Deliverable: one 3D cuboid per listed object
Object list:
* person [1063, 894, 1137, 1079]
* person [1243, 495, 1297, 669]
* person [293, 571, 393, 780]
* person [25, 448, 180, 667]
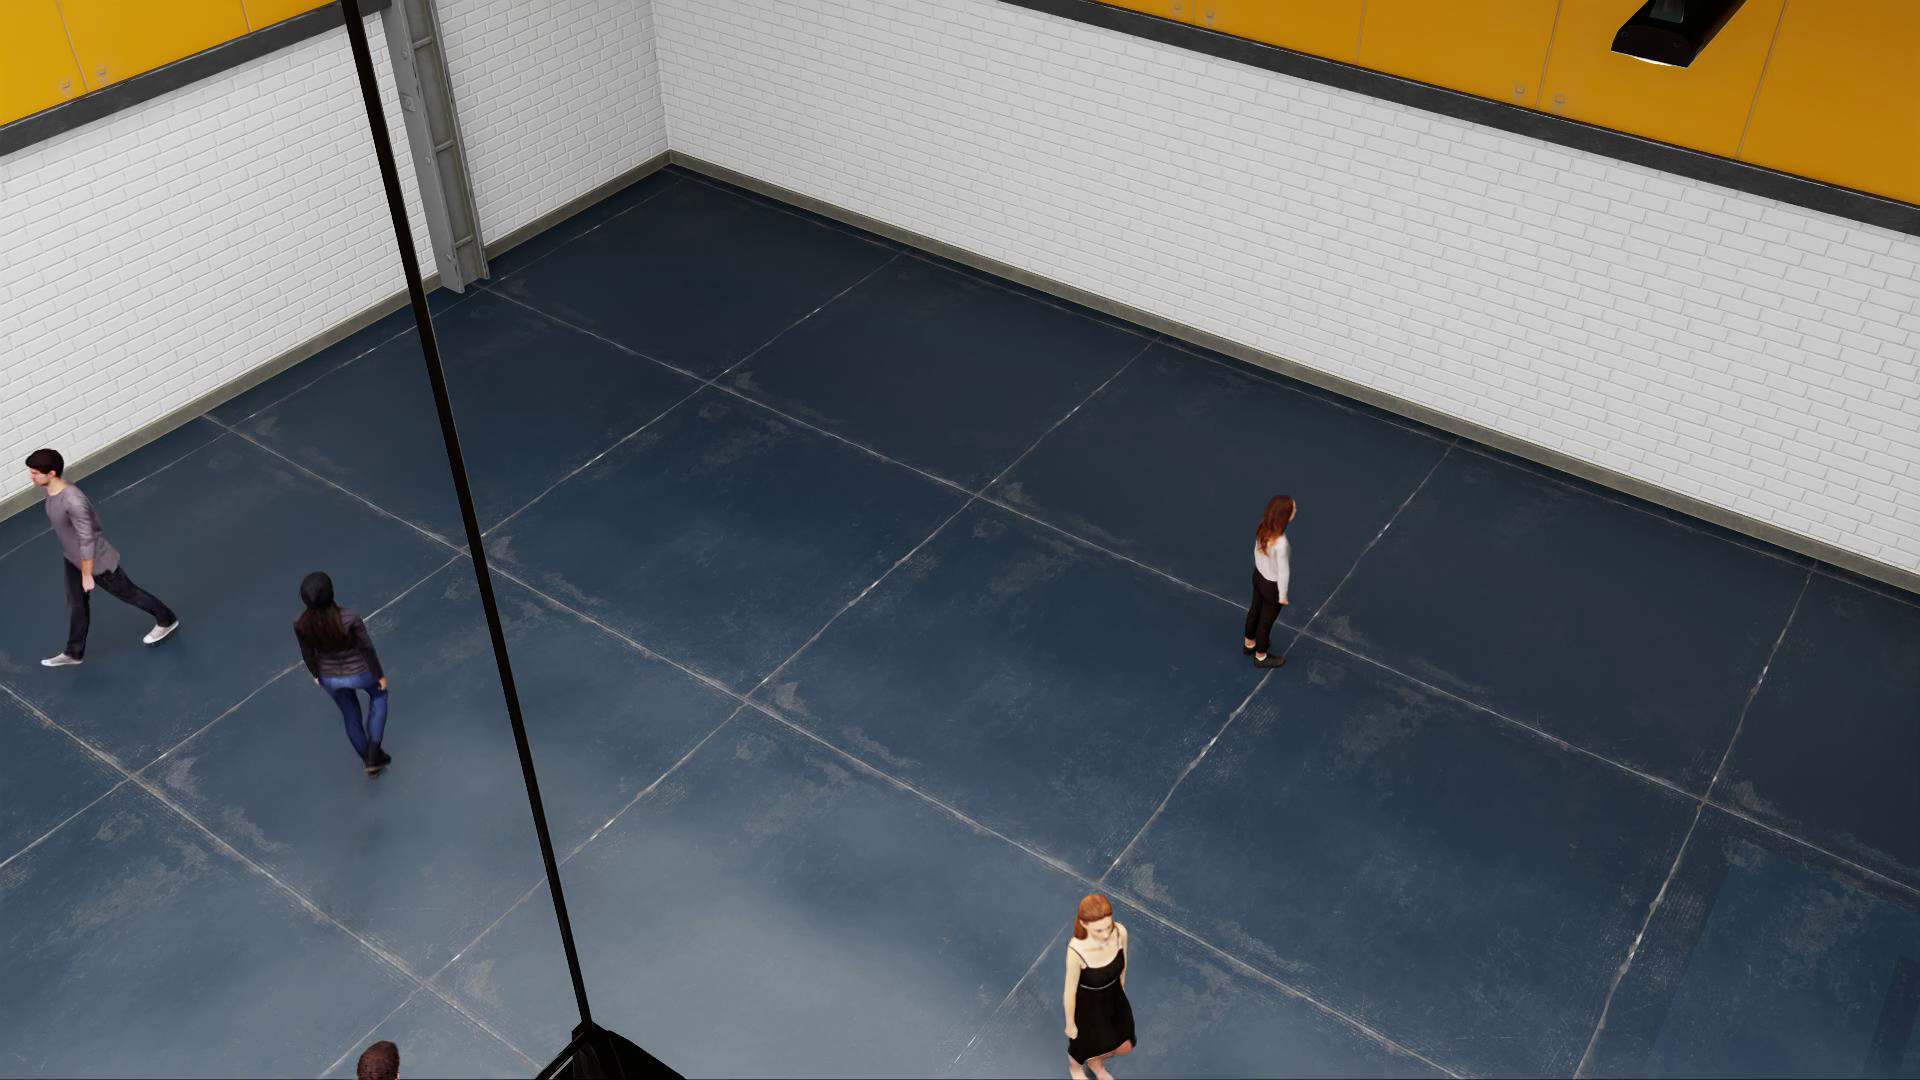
[{"bbox_3d":[0.693,2.460,9.140,0.657,1.609,0.748,-19,42,-22],"label":"person"},{"bbox_3d":[2.218,0.291,11.957,0.655,1.484,0.619,-11,40,-14],"label":"person"},{"bbox_3d":[-4.031,0.958,10.917,0.788,1.739,0.840,-3,39,-4],"label":"person"},{"bbox_3d":[-6.159,0.084,11.960,0.783,1.803,1.193,29,47,31],"label":"person"}]
